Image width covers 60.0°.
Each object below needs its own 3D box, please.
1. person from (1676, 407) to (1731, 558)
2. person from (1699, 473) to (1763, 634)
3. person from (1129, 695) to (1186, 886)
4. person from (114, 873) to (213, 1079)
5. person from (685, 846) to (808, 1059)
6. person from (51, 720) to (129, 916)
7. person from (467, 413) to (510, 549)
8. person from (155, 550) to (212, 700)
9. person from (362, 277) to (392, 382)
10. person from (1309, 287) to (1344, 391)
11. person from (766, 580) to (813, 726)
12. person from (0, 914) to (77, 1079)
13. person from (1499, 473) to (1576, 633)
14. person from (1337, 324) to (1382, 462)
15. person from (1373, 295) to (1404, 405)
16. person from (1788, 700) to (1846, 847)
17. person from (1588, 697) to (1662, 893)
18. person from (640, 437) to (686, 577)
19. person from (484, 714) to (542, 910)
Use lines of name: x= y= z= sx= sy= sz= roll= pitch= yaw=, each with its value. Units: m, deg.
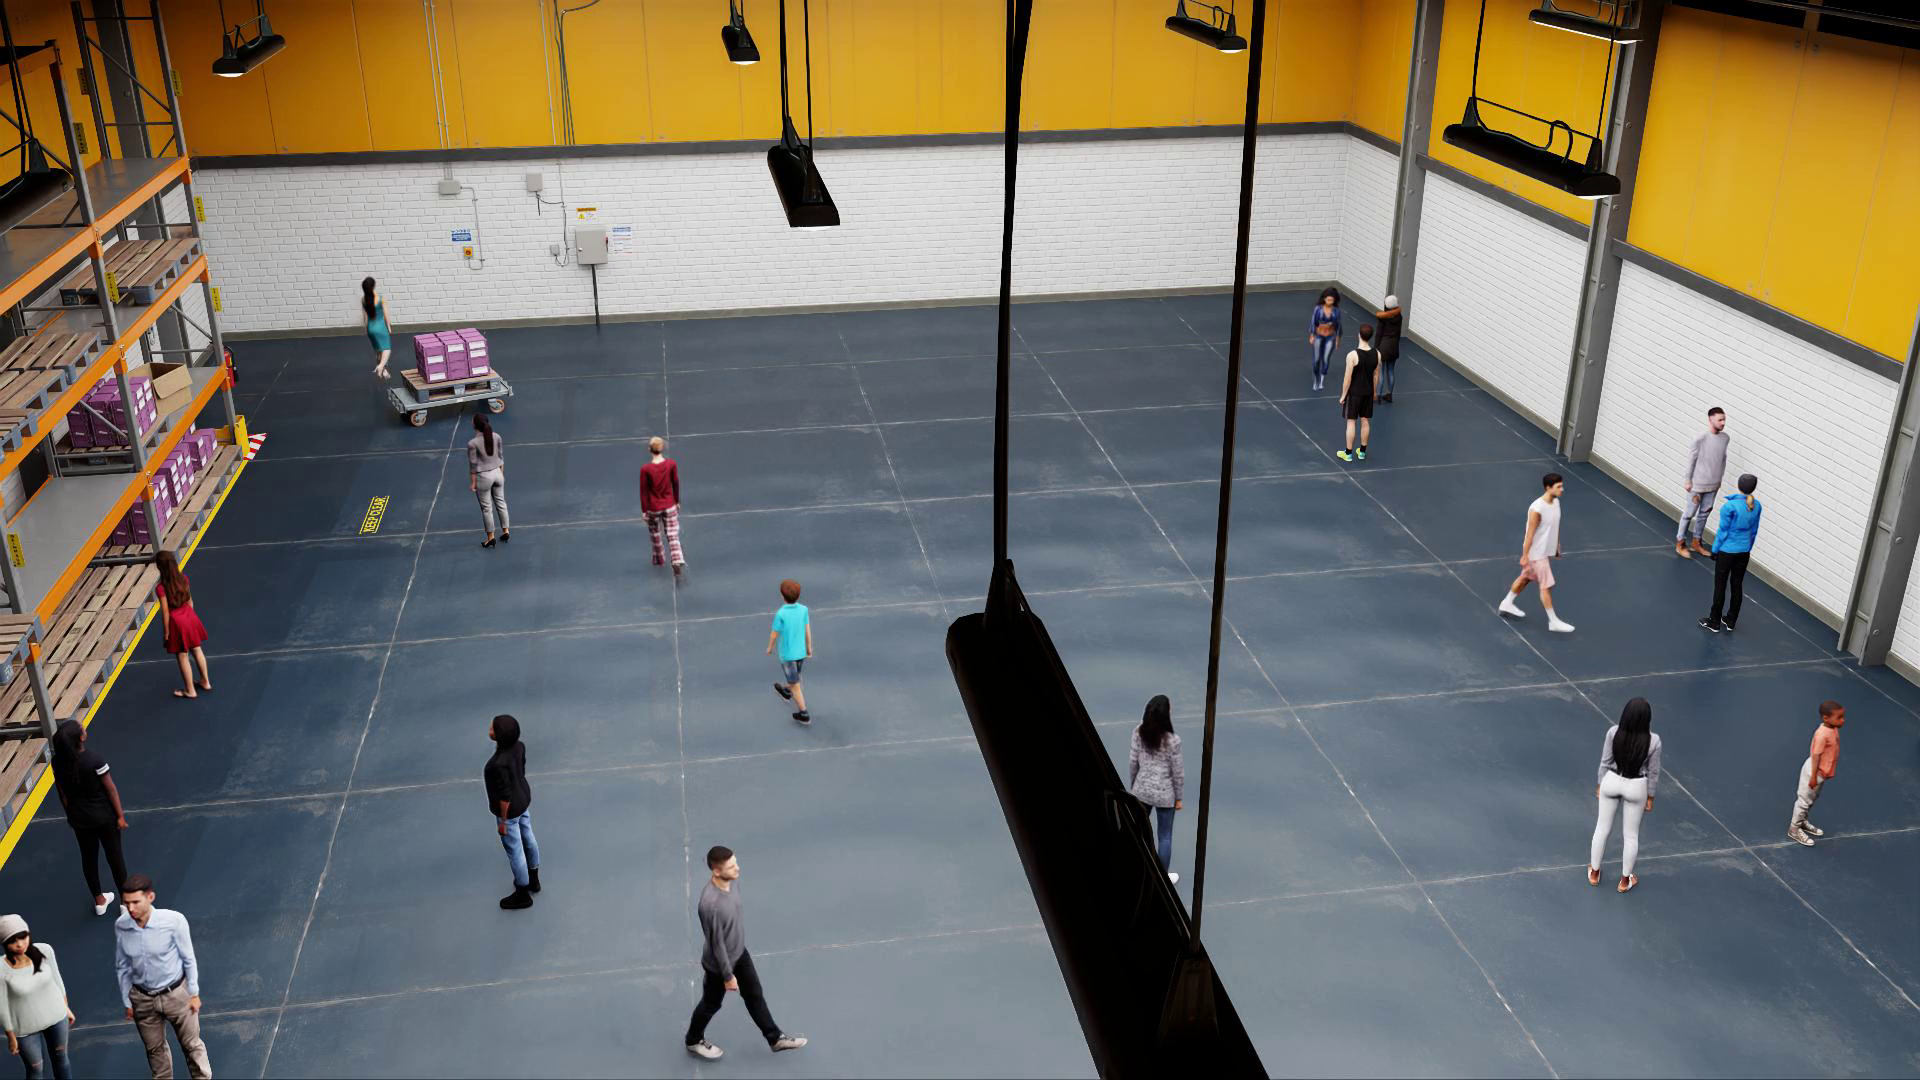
person: x=8.754 y=-0.704 z=19.587 sx=0.682 sy=1.839 sz=0.584 roll=-6 pitch=24 yaw=-13
person: x=8.249 y=0.131 z=17.728 sx=0.616 sy=1.797 sz=0.517 roll=-3 pitch=24 yaw=-7
person: x=1.575 y=2.031 z=13.463 sx=0.684 sy=1.733 sz=0.725 roll=13 pitch=27 yaw=27
person: x=-5.310 y=3.018 z=11.062 sx=0.653 sy=1.847 sz=0.603 roll=-3 pitch=24 yaw=-6
person: x=-1.706 y=2.894 z=11.513 sx=0.995 sy=1.713 sz=1.125 roll=5 pitch=24 yaw=12
person: x=-6.836 y=2.181 z=13.124 sx=0.661 sy=1.728 sz=0.646 roll=1 pitch=24 yaw=2
person: x=-5.617 y=-0.715 z=19.812 sx=0.769 sy=1.678 sz=0.726 roll=20 pitch=31 yaw=38
person: x=-7.719 y=0.820 z=16.458 sx=0.735 sy=1.553 sz=0.674 roll=10 pitch=26 yaw=22
person: x=-8.944 y=-3.187 z=25.476 sx=0.650 sy=1.672 sz=0.857 roll=0 pitch=24 yaw=0
person: x=5.544 y=-3.070 z=25.294 sx=0.726 sy=1.604 sz=0.724 roll=3 pitch=24 yaw=7
person: x=-1.570 y=1.103 z=15.989 sx=0.837 sy=1.410 sz=1.006 roll=-20 pitch=30 yaw=-37
person: x=-6.083 y=3.168 z=10.973 sx=0.683 sy=1.644 sz=0.632 roll=17 pitch=29 yaw=34
person: x=6.155 y=0.099 z=17.872 sx=1.210 sy=1.740 sz=1.071 roll=21 pitch=31 yaw=39
person: x=5.404 y=-1.991 z=22.464 sx=0.687 sy=1.892 sz=0.592 roll=-6 pitch=24 yaw=-13
person: x=6.347 y=-2.837 z=24.723 sx=0.675 sy=1.634 sz=0.676 roll=-11 pitch=26 yaw=-23
person: x=7.307 y=1.950 z=14.176 sx=0.565 sy=1.310 sz=0.601 roll=-21 pitch=31 yaw=-40
person: x=5.373 y=2.036 z=13.463 sx=0.666 sy=1.724 sz=0.701 roll=12 pitch=27 yaw=26
person: x=-3.385 y=-0.367 z=19.017 sx=0.778 sy=1.677 sz=1.028 roll=-11 pitch=26 yaw=-23
person: x=-3.554 y=2.141 z=13.249 sx=0.689 sy=1.702 sz=0.573 roll=4 pitch=24 yaw=8
